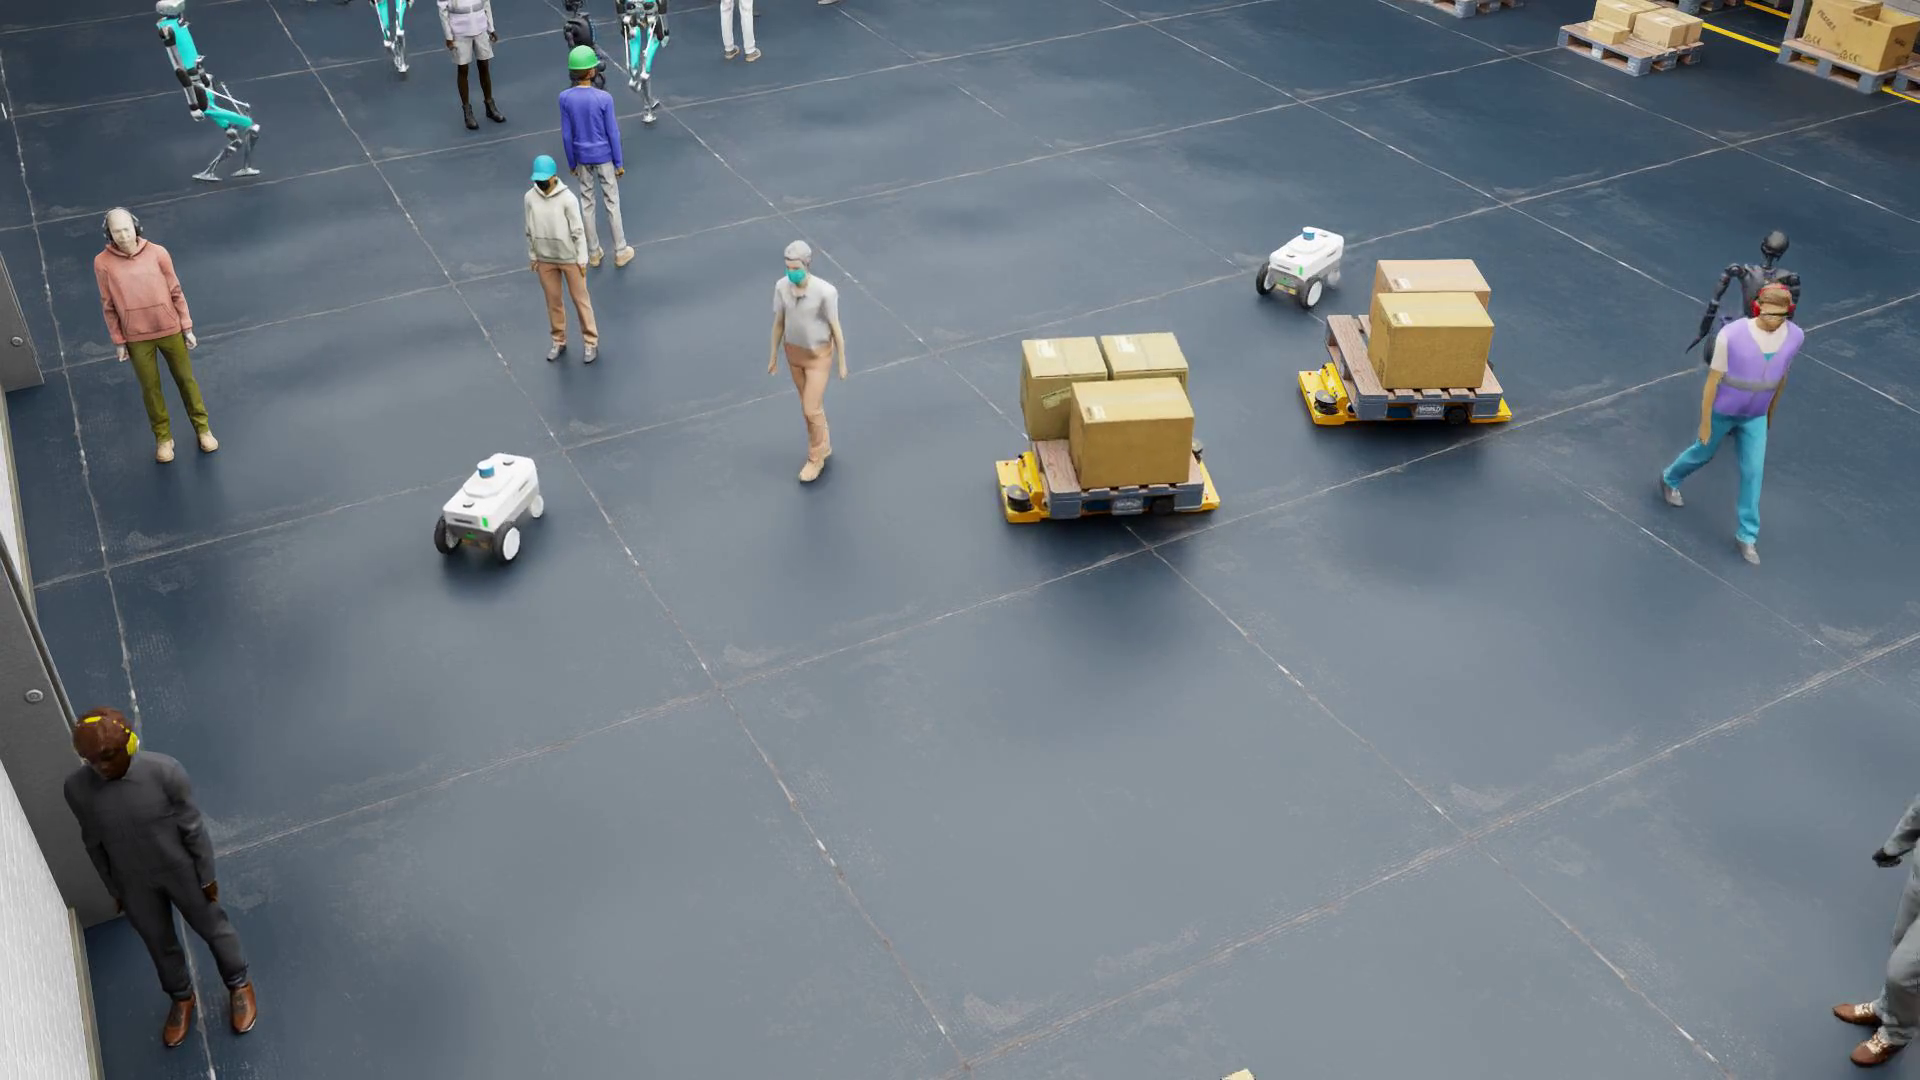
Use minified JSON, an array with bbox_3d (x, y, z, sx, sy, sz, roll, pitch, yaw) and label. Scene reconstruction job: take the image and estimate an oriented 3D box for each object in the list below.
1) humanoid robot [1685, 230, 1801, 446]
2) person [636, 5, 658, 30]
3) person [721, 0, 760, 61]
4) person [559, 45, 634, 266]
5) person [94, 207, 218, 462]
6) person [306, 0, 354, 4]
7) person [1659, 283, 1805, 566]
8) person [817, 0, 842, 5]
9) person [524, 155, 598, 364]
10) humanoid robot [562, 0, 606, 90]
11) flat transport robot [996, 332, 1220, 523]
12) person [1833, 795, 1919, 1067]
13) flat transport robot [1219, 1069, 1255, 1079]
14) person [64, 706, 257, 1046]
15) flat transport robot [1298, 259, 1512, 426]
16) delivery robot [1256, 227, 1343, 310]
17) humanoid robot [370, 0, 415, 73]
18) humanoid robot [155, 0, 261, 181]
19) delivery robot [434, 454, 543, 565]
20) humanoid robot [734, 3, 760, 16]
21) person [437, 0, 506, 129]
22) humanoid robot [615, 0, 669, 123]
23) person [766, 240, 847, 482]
[{"bbox_3d":[5.371,-1.404,11.512,0.599,1.642,0.601,7,36,10],"label":"humanoid robot"},{"bbox_3d":[-3.722,-6.906,19.143,0.637,1.901,1.040,8,36,11],"label":"person"},{"bbox_3d":[-2.457,-6.186,18.148,0.573,1.880,0.361,10,36,14],"label":"person"},{"bbox_3d":[-3.042,-3.185,13.870,0.468,1.869,0.350,1,35,2],"label":"person"},{"bbox_3d":[-5.518,-1.415,11.370,0.521,1.837,0.376,-17,38,-22],"label":"person"},{"bbox_3d":[-7.711,-7.192,19.772,0.822,1.658,0.541,27,43,33],"label":"person"},{"bbox_3d":[4.944,-0.827,10.573,0.574,1.800,0.937,-3,35,-4],"label":"person"},{"bbox_3d":[-1.570,-7.396,19.818,0.418,1.943,0.553,-7,36,-9],"label":"person"},{"bbox_3d":[-3.015,-2.101,12.497,0.469,1.668,0.383,6,35,9],"label":"person"},{"bbox_3d":[-3.527,-4.383,15.748,0.362,1.651,0.609,7,36,9],"label":"humanoid robot"},{"bbox_3d":[0.992,-0.409,11.300,1.431,0.231,0.659,-4,35,-5],"label":"flat transport robot"},{"bbox_3d":[4.205,1.514,7.144,0.476,1.892,0.696,2,35,3],"label":"person"},{"bbox_3d":[0.904,2.966,6.481,0.659,0.231,1.431,-15,38,-20],"label":"flat transport robot"},{"bbox_3d":[-3.488,1.458,7.245,0.484,1.868,0.358,-7,36,-10],"label":"person"},{"bbox_3d":[3.277,-1.099,12.285,1.431,0.231,0.659,-1,35,-1],"label":"flat transport robot"},{"bbox_3d":[2.849,-2.300,13.726,0.499,0.566,0.739,26,43,32],"label":"delivery robot"},{"bbox_3d":[-6.083,-5.769,17.689,0.540,1.765,0.912,-4,35,-6],"label":"humanoid robot"},{"bbox_3d":[-6.818,-4.076,15.275,0.900,1.781,0.545,-5,35,-7],"label":"humanoid robot"},{"bbox_3d":[-3.037,-0.242,10.795,0.499,0.576,0.768,9,36,13],"label":"delivery robot"},{"bbox_3d":[-2.648,-7.013,19.529,0.593,1.643,0.600,9,36,13],"label":"humanoid robot"},{"bbox_3d":[-4.864,-5.069,16.508,0.542,1.929,0.369,-24,41,-30],"label":"person"},{"bbox_3d":[-3.235,-5.040,16.653,0.555,1.777,0.886,6,35,8],"label":"humanoid robot"},{"bbox_3d":[-1.056,-1.194,11.147,0.513,1.722,0.617,17,38,22],"label":"person"}]
